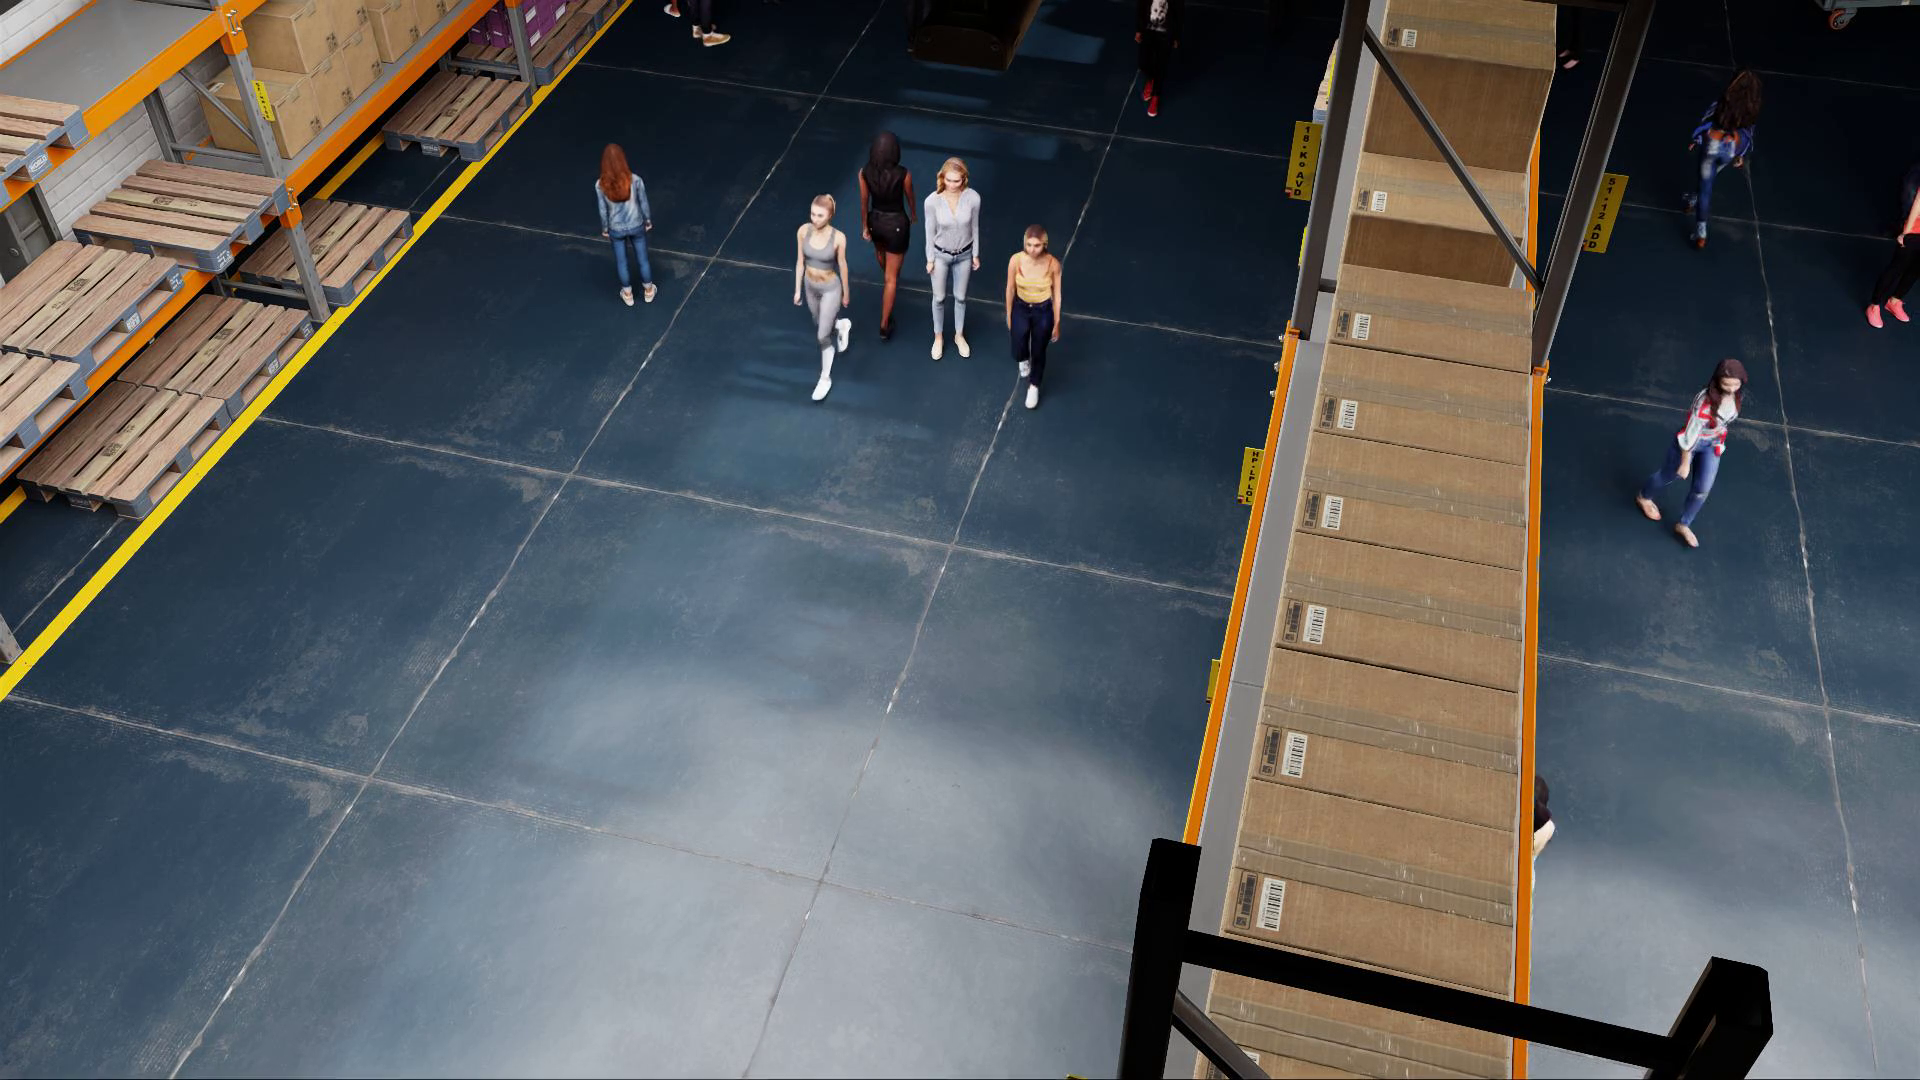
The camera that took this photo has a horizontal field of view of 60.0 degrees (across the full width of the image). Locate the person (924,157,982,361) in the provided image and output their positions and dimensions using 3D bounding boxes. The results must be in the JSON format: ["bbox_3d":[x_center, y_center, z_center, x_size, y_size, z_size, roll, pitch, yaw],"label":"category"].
[{"bbox_3d":[-0.067,-2.236,13.129,0.656,1.794,0.634,-5,44,-5],"label":"person"}]

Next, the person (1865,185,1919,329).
[{"bbox_3d":[7.839,-2.523,13.506,0.677,1.691,0.680,-8,44,-8],"label":"person"}]

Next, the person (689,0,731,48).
[{"bbox_3d":[-2.664,-6.001,17.014,0.757,1.888,0.722,-27,50,-25],"label":"person"}]

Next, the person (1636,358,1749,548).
[{"bbox_3d":[5.123,-0.708,11.684,0.857,1.575,0.956,-19,47,-19],"label":"person"}]

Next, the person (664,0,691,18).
[{"bbox_3d":[-3.039,-6.388,17.539,0.701,1.723,0.745,-19,47,-18],"label":"person"}]

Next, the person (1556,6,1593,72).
[{"bbox_3d":[6.293,-5.562,16.647,0.684,1.759,0.474,5,44,5],"label":"person"}]

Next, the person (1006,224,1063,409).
[{"bbox_3d":[0.569,-1.768,12.765,0.632,1.620,0.730,5,44,5],"label":"person"}]

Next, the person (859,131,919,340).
[{"bbox_3d":[-0.590,-2.416,13.404,0.598,1.675,1.179,10,45,11],"label":"person"}]

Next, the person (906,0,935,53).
[{"bbox_3d":[-0.415,-5.822,16.915,0.699,1.765,0.610,18,47,18],"label":"person"}]

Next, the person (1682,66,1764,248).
[{"bbox_3d":[6.571,-3.299,14.401,0.800,1.579,1.087,0,44,0],"label":"person"}]

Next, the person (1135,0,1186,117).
[{"bbox_3d":[1.928,-4.950,16.073,0.611,1.664,0.665,10,45,10],"label":"person"}]

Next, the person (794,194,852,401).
[{"bbox_3d":[-1.035,-1.975,12.939,0.658,1.679,1.088,16,46,16],"label":"person"}]

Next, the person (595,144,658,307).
[{"bbox_3d":[-2.759,-2.598,13.739,0.639,1.478,0.643,-9,44,-9],"label":"person"}]
